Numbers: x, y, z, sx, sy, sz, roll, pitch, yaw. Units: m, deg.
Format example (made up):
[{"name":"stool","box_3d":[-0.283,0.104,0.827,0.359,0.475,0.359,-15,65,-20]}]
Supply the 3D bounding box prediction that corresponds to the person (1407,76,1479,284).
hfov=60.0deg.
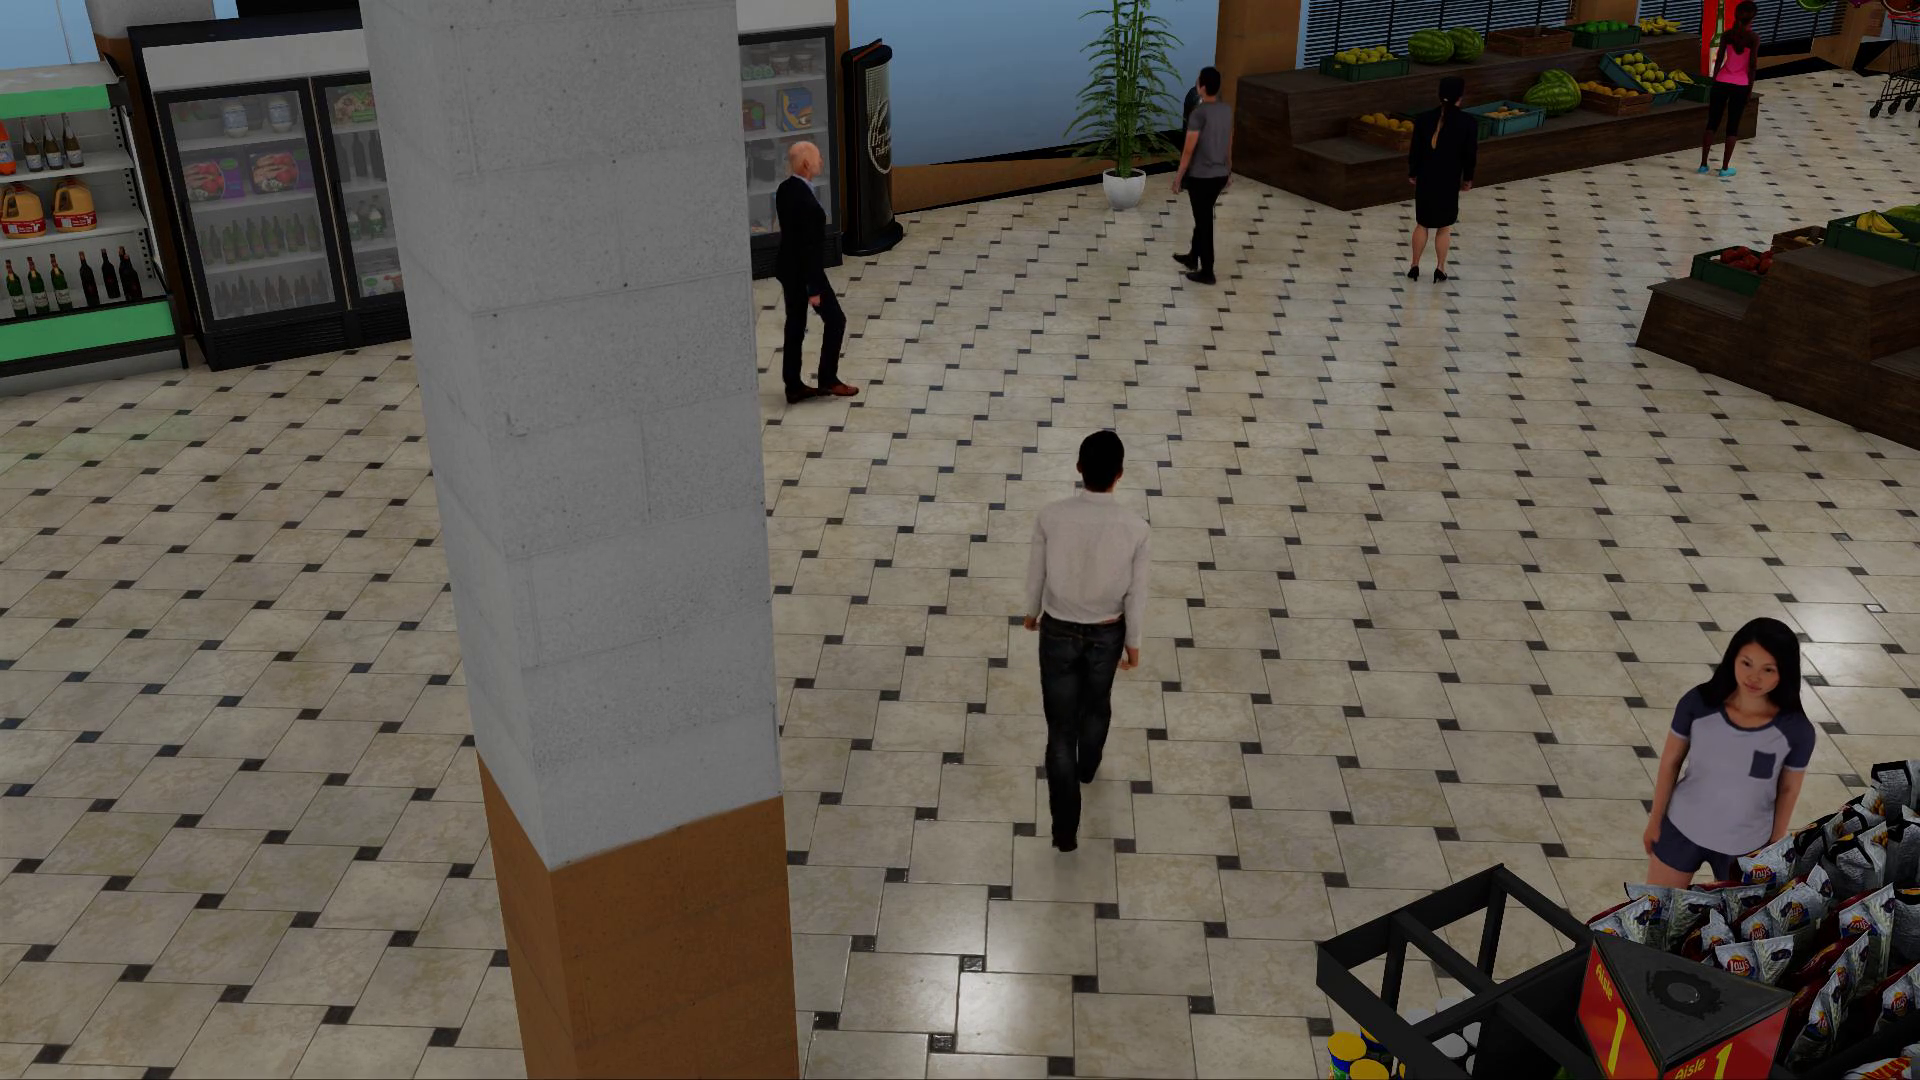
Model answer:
[{"name":"person","box_3d":[3.913,-2.931,13.600,0.802,1.671,0.837,10,29,20]}]

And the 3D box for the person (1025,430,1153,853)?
[{"name":"person","box_3d":[0.487,0.450,6.820,1.201,1.774,1.160,3,27,5]}]

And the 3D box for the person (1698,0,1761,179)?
[{"name":"person","box_3d":[7.732,-4.528,16.691,0.616,1.724,0.633,23,35,37]}]

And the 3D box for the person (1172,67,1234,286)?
[{"name":"person","box_3d":[2.069,-2.945,13.551,0.846,1.742,0.831,-22,34,-37]}]

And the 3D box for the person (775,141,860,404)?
[{"name":"person","box_3d":[-1.121,-1.758,11.158,0.718,1.788,0.719,-14,30,-26]}]

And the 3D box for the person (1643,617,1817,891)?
[{"name":"person","box_3d":[2.636,1.016,5.778,0.674,1.706,0.681,14,30,26]}]
